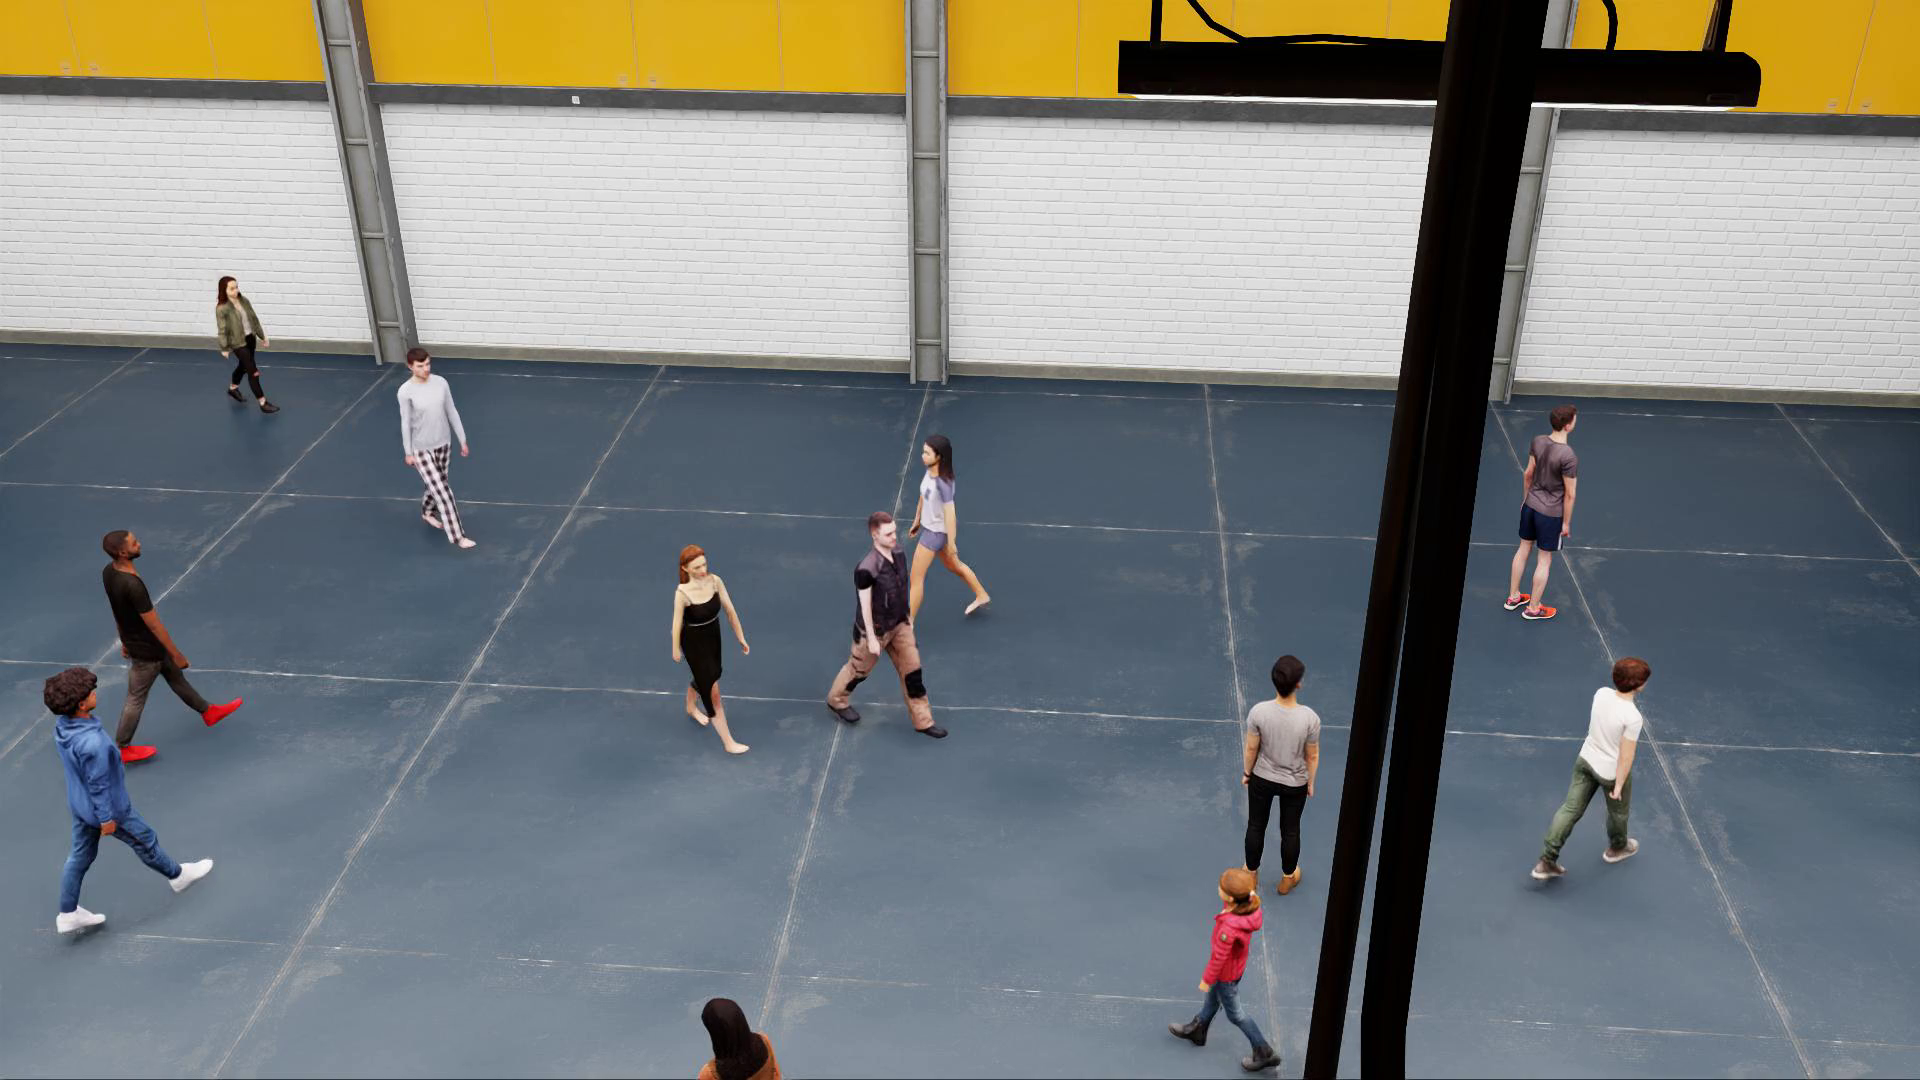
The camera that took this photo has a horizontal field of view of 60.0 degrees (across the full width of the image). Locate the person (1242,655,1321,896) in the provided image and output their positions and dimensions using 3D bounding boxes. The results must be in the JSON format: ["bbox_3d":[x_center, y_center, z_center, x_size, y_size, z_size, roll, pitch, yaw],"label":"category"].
[{"bbox_3d":[2.003,1.482,10.464,0.515,1.719,0.703,7,29,13],"label":"person"}]

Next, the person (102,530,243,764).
[{"bbox_3d":[-5.824,0.789,11.693,1.243,1.759,1.210,-23,36,-36],"label":"person"}]

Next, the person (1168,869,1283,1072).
[{"bbox_3d":[1.554,2.409,9.212,0.950,1.292,0.677,11,31,19],"label":"person"}]

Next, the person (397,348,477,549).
[{"bbox_3d":[-4.686,-0.840,14.641,1.227,1.796,1.094,24,37,37],"label":"person"}]

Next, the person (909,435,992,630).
[{"bbox_3d":[-0.103,-0.062,13.329,1.225,1.687,0.867,-8,30,-13],"label":"person"}]

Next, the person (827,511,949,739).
[{"bbox_3d":[-0.650,0.600,12.011,1.312,1.787,1.099,19,34,31],"label":"person"}]

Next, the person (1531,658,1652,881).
[{"bbox_3d":[4.014,1.488,10.566,1.190,1.612,1.003,-15,32,-25],"label":"person"}]

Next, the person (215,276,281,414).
[{"bbox_3d":[-7.481,-2.036,17.198,1.040,1.447,0.746,10,30,17],"label":"person"}]

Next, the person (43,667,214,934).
[{"bbox_3d":[-5.331,1.632,10.139,1.227,1.768,1.212,24,37,37],"label":"person"}]

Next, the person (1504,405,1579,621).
[{"bbox_3d":[4.732,-0.234,13.473,0.738,1.851,0.731,-15,32,-25],"label":"person"}]

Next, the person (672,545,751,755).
[{"bbox_3d":[-1.909,0.721,12.004,1.124,1.581,0.983,23,36,35],"label":"person"}]

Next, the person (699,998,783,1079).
[{"bbox_3d":[-0.939,2.918,7.926,1.171,1.628,1.002,23,36,36],"label":"person"}]
